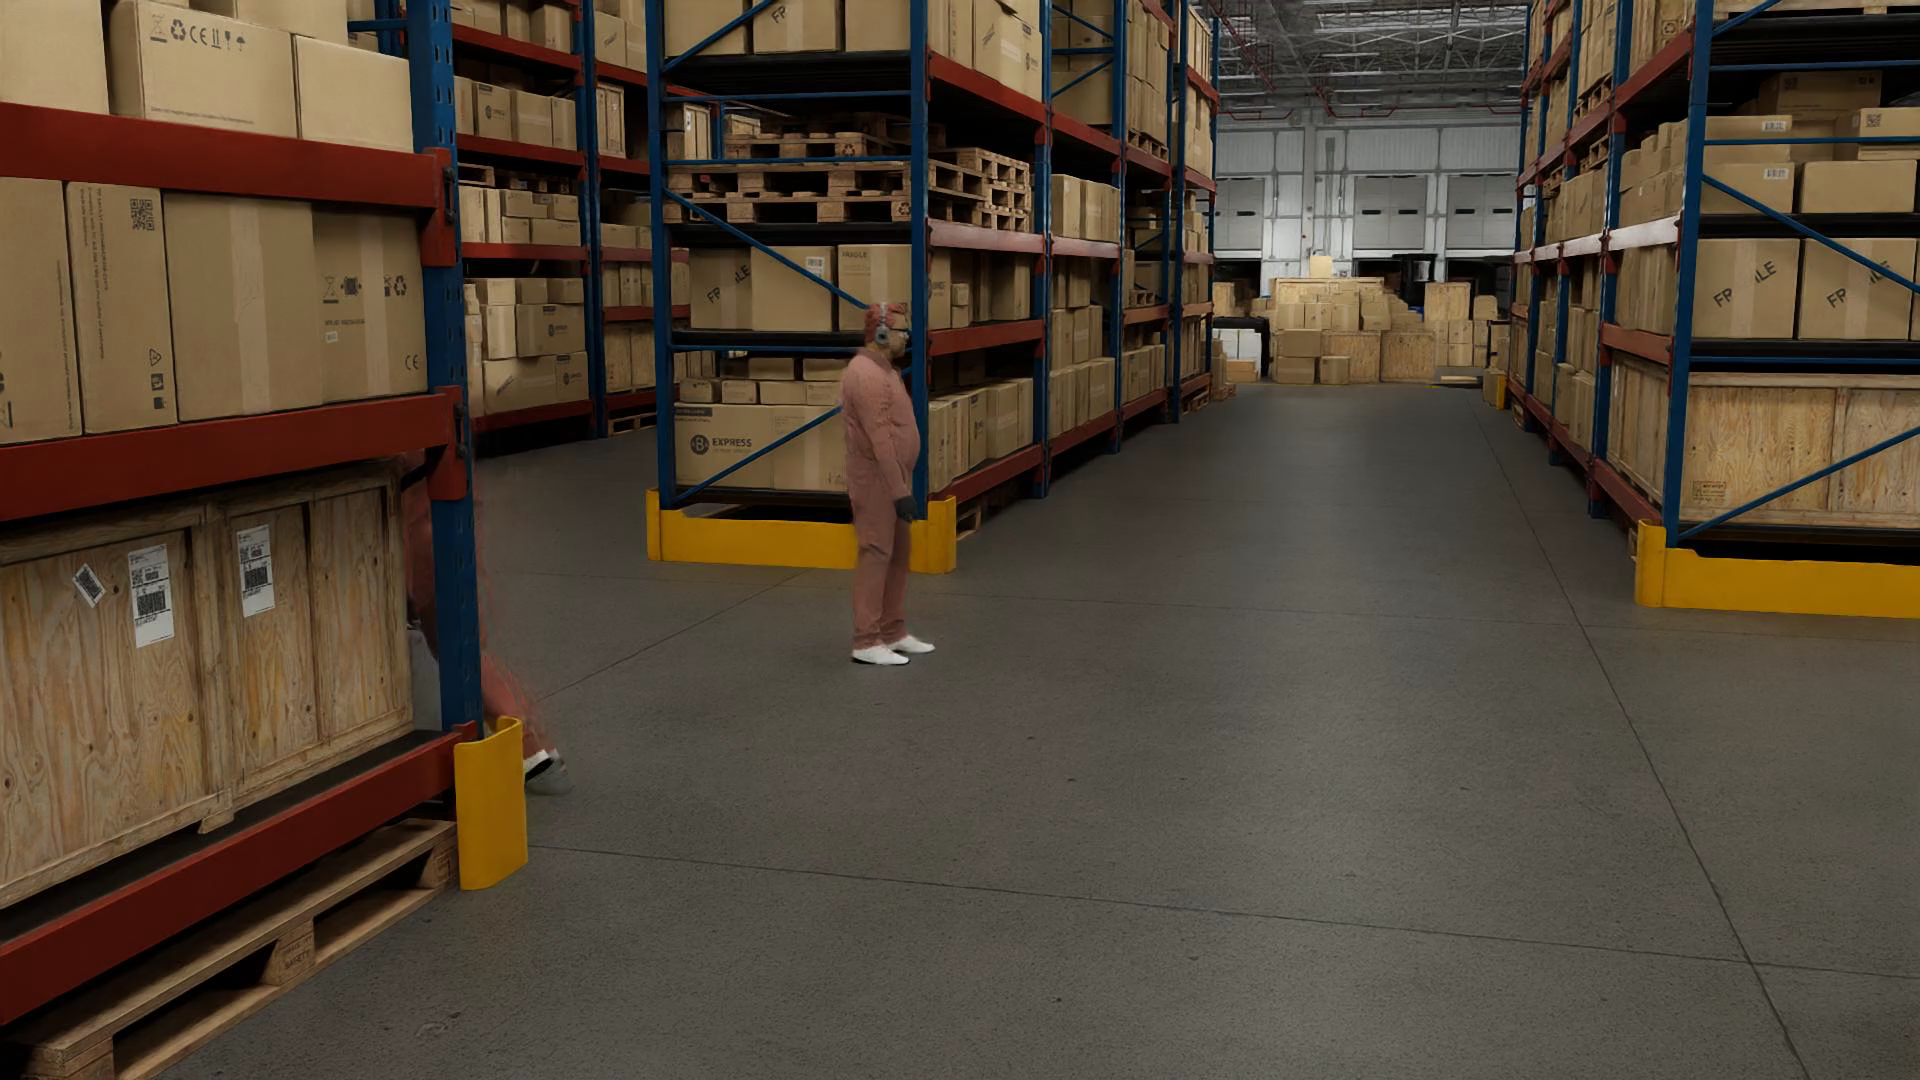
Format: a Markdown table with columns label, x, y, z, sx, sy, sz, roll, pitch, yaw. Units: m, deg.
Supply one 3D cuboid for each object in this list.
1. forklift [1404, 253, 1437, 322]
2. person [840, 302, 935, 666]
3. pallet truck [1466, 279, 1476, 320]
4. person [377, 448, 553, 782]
| label | x | y | z | sx | sy | sz | roll | pitch | yaw |
| --- | --- | --- | --- | --- | --- | --- | --- | --- | --- |
| forklift | 14.951 | -7.917 | 54.071 | 1.129 | 2.768 | 1.873 | -2 | 9 | -11 |
| person | -0.397 | -0.291 | 8.718 | 0.424 | 1.903 | 0.669 | 1 | 9 | 8 |
| pallet truck | 18.896 | -8.459 | 60.307 | 1.885 | 1.965 | 0.823 | 5 | 10 | 31 |
| person | -2.082 | 0.092 | 6.419 | 0.973 | 1.864 | 0.641 | 2 | 9 | 14 |
